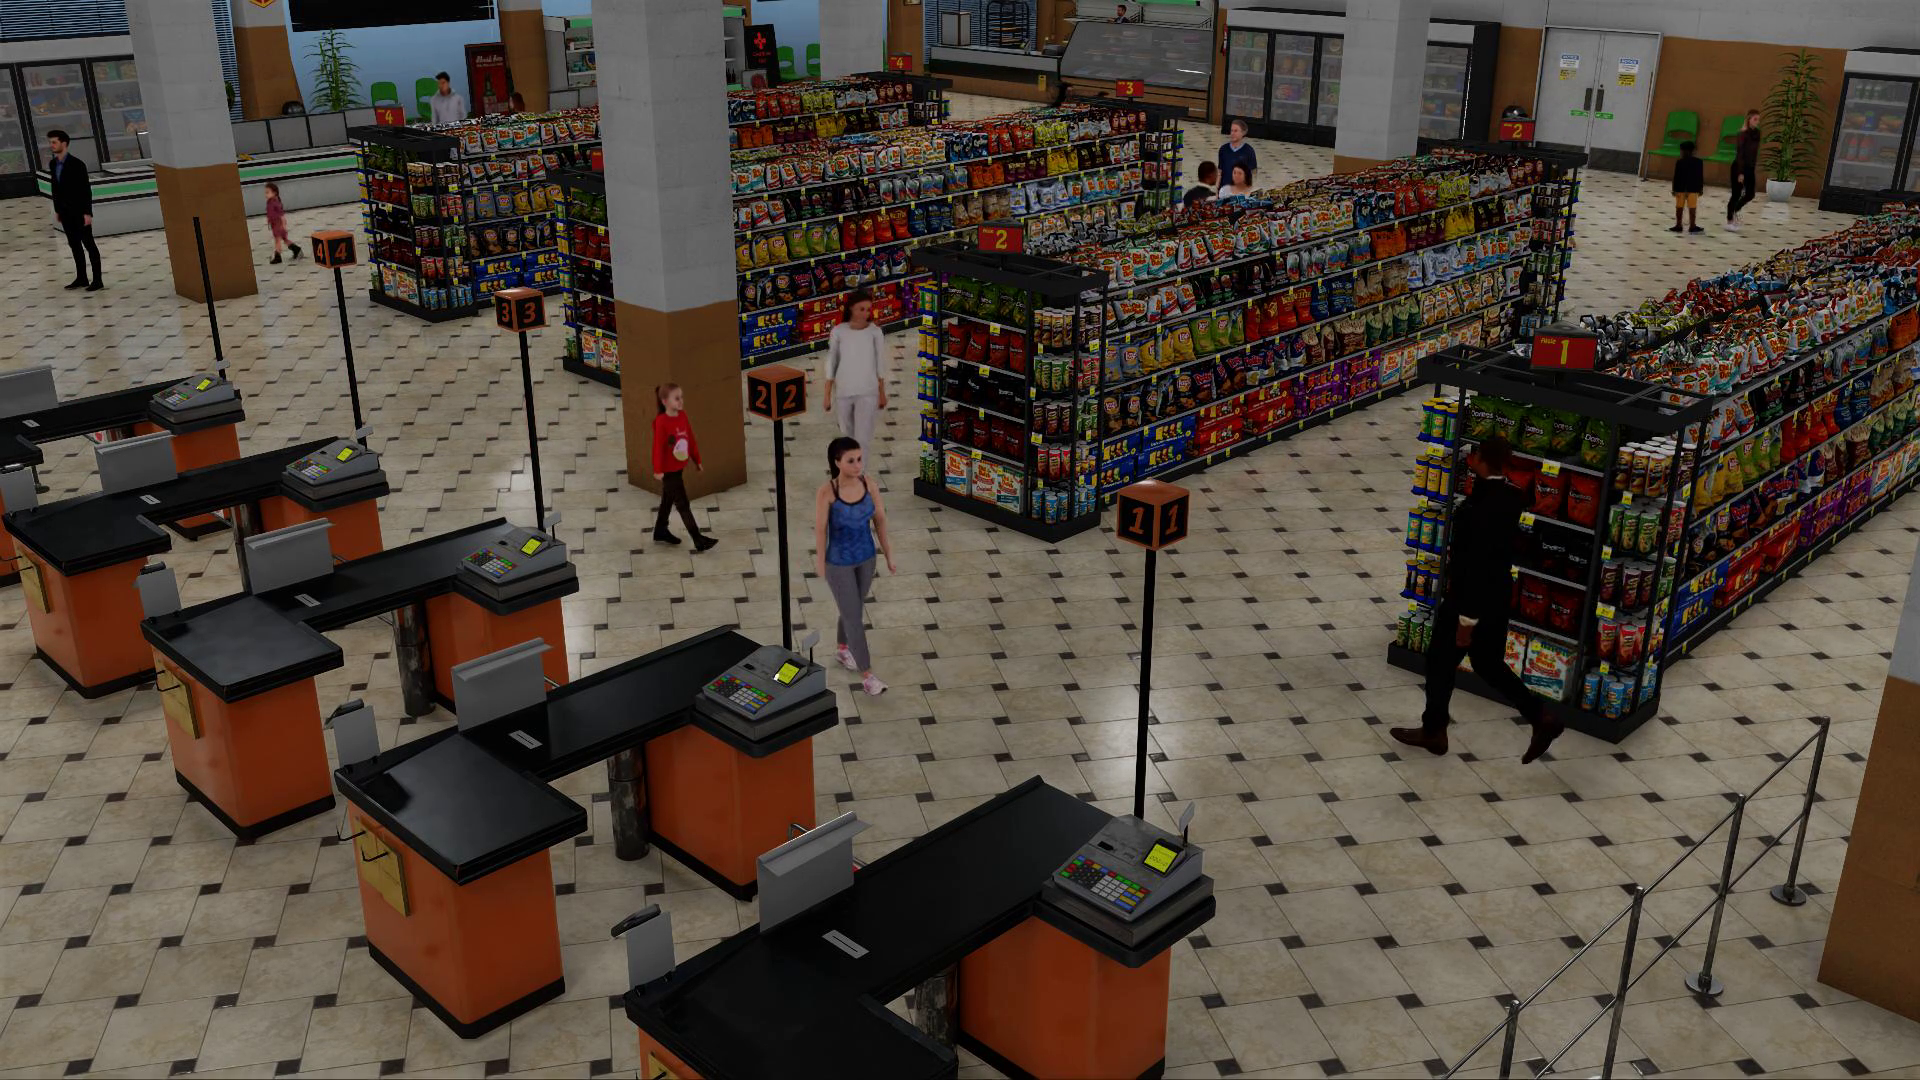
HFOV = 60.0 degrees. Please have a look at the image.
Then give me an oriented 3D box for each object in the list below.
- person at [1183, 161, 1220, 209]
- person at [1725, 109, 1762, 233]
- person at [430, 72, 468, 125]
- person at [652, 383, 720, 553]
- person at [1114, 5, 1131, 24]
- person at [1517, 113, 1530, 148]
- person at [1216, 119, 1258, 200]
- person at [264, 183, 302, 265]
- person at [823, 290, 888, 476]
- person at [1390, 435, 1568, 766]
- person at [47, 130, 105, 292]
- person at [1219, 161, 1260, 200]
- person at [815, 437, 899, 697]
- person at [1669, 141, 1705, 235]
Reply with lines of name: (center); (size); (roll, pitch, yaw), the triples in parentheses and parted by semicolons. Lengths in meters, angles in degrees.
person: (2.469, -3.012, 17.520); (1.067, 1.911, 0.888); (-13, 25, -29)
person: (10.802, -5.136, 23.113); (0.664, 1.682, 0.766); (-12, 25, -27)
person: (-7.764, -6.157, 25.403); (1.220, 1.869, 1.053); (-8, 23, -20)
person: (-2.162, -0.535, 12.234); (0.761, 1.255, 0.861); (10, 24, 23)
person: (3.717, -11.425, 38.514); (0.614, 1.868, 0.570); (20, 29, 41)
person: (8.653, -5.984, 25.799); (0.626, 1.253, 0.501); (10, 24, 24)
person: (3.415, -4.307, 20.795); (0.710, 1.872, 0.635); (13, 25, 28)
person: (-8.725, -4.073, 21.371); (0.538, 1.008, 0.768); (13, 25, 29)
person: (-0.819, -1.198, 13.343); (0.953, 1.659, 1.027); (2, 22, 6)
person: (2.945, 0.374, 9.146); (0.907, 1.871, 1.161); (14, 26, 31)
person: (-10.581, -3.947, 19.872); (0.782, 1.894, 0.772); (7, 23, 17)
person: (3.236, -3.524, 19.152); (0.890, 1.644, 1.135); (10, 24, 24)
person: (-0.700, 0.119, 10.176); (0.967, 1.576, 0.753); (-15, 26, -33)
person: (10.122, -4.880, 23.058); (0.727, 1.248, 0.718); (10, 24, 23)
